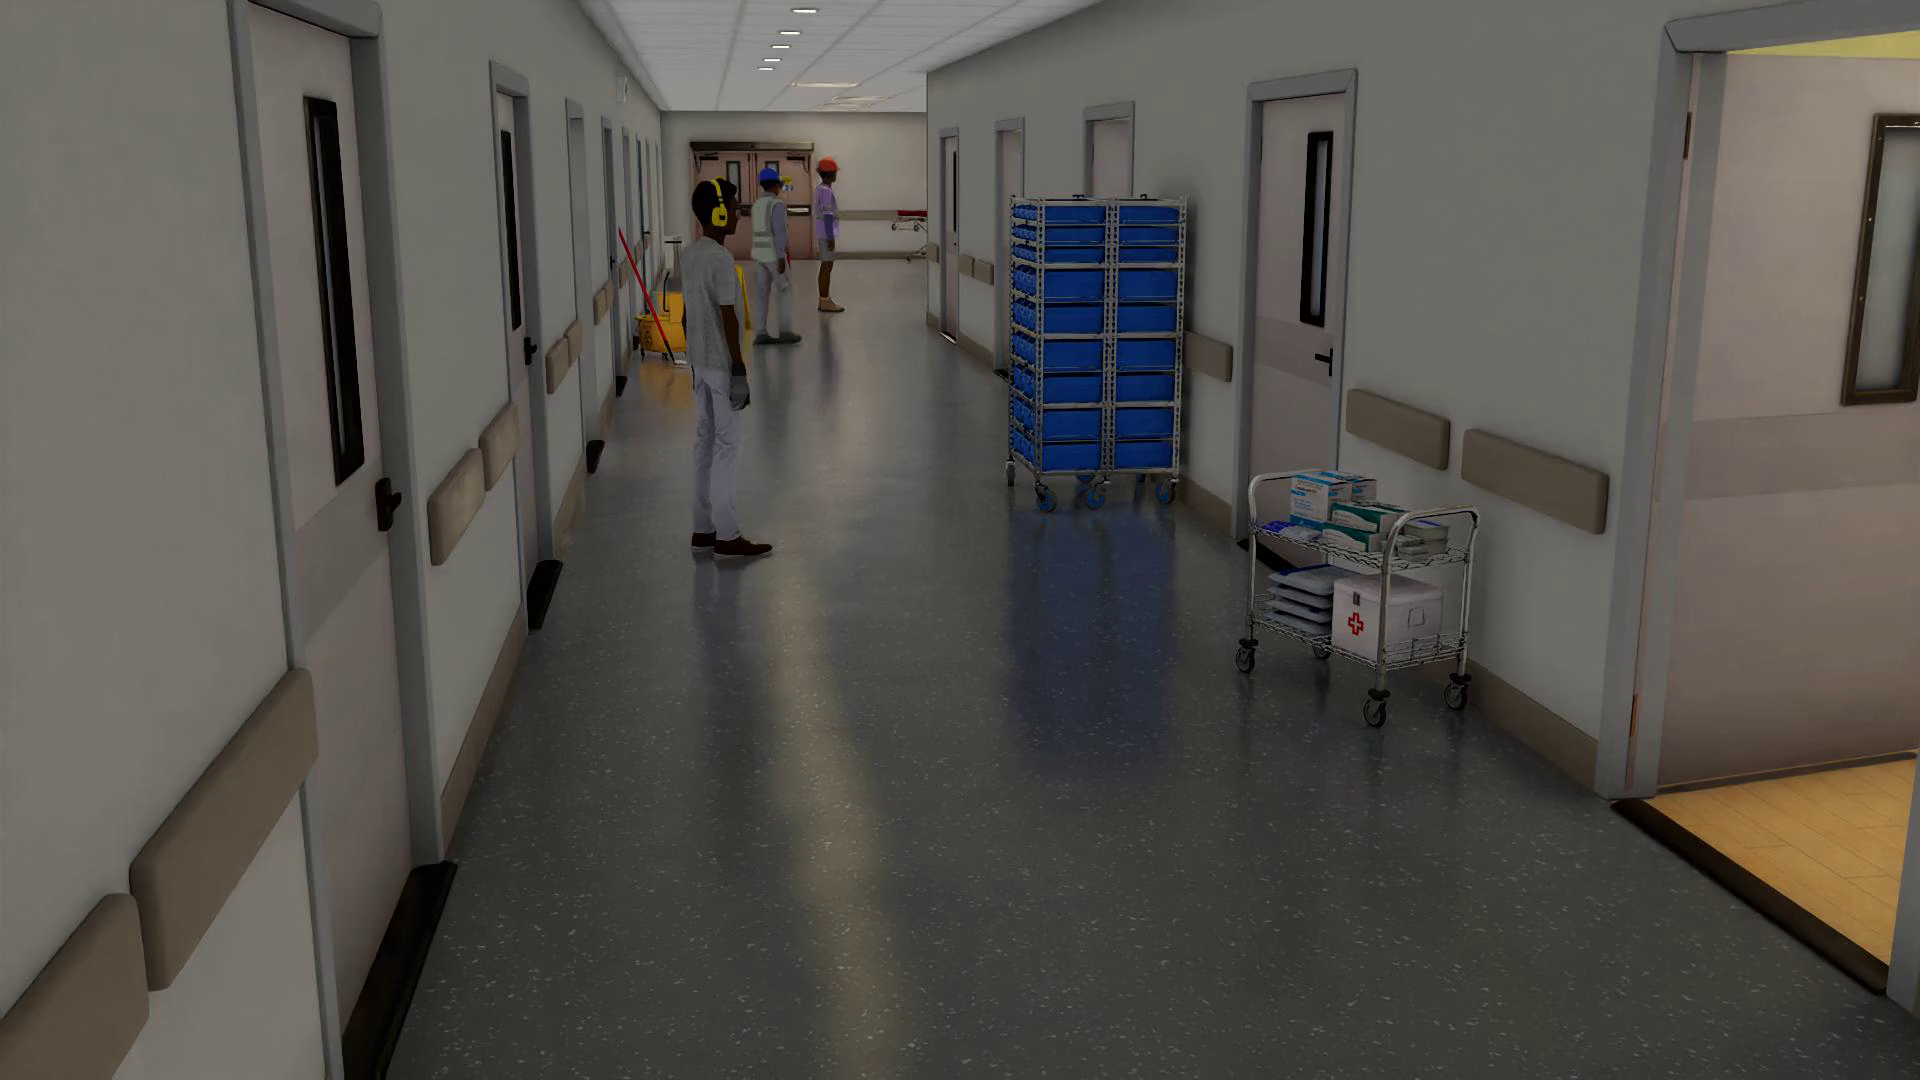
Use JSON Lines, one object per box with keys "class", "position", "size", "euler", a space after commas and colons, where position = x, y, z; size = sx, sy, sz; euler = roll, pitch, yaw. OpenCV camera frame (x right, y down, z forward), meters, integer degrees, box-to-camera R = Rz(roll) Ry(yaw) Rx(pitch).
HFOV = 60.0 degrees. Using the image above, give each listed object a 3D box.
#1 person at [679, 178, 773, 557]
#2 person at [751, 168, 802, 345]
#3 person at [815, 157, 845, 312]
{"class": "person", "position": [-1.195, -0.849, 8.303], "size": [0.329, 1.872, 0.510], "euler": [-9, 16, -35]}
{"class": "person", "position": [-2.054, -3.093, 18.185], "size": [0.612, 1.904, 0.640], "euler": [-11, 17, -41]}
{"class": "person", "position": [-1.751, -4.069, 22.201], "size": [0.356, 2.047, 0.615], "euler": [-3, 13, -11]}
